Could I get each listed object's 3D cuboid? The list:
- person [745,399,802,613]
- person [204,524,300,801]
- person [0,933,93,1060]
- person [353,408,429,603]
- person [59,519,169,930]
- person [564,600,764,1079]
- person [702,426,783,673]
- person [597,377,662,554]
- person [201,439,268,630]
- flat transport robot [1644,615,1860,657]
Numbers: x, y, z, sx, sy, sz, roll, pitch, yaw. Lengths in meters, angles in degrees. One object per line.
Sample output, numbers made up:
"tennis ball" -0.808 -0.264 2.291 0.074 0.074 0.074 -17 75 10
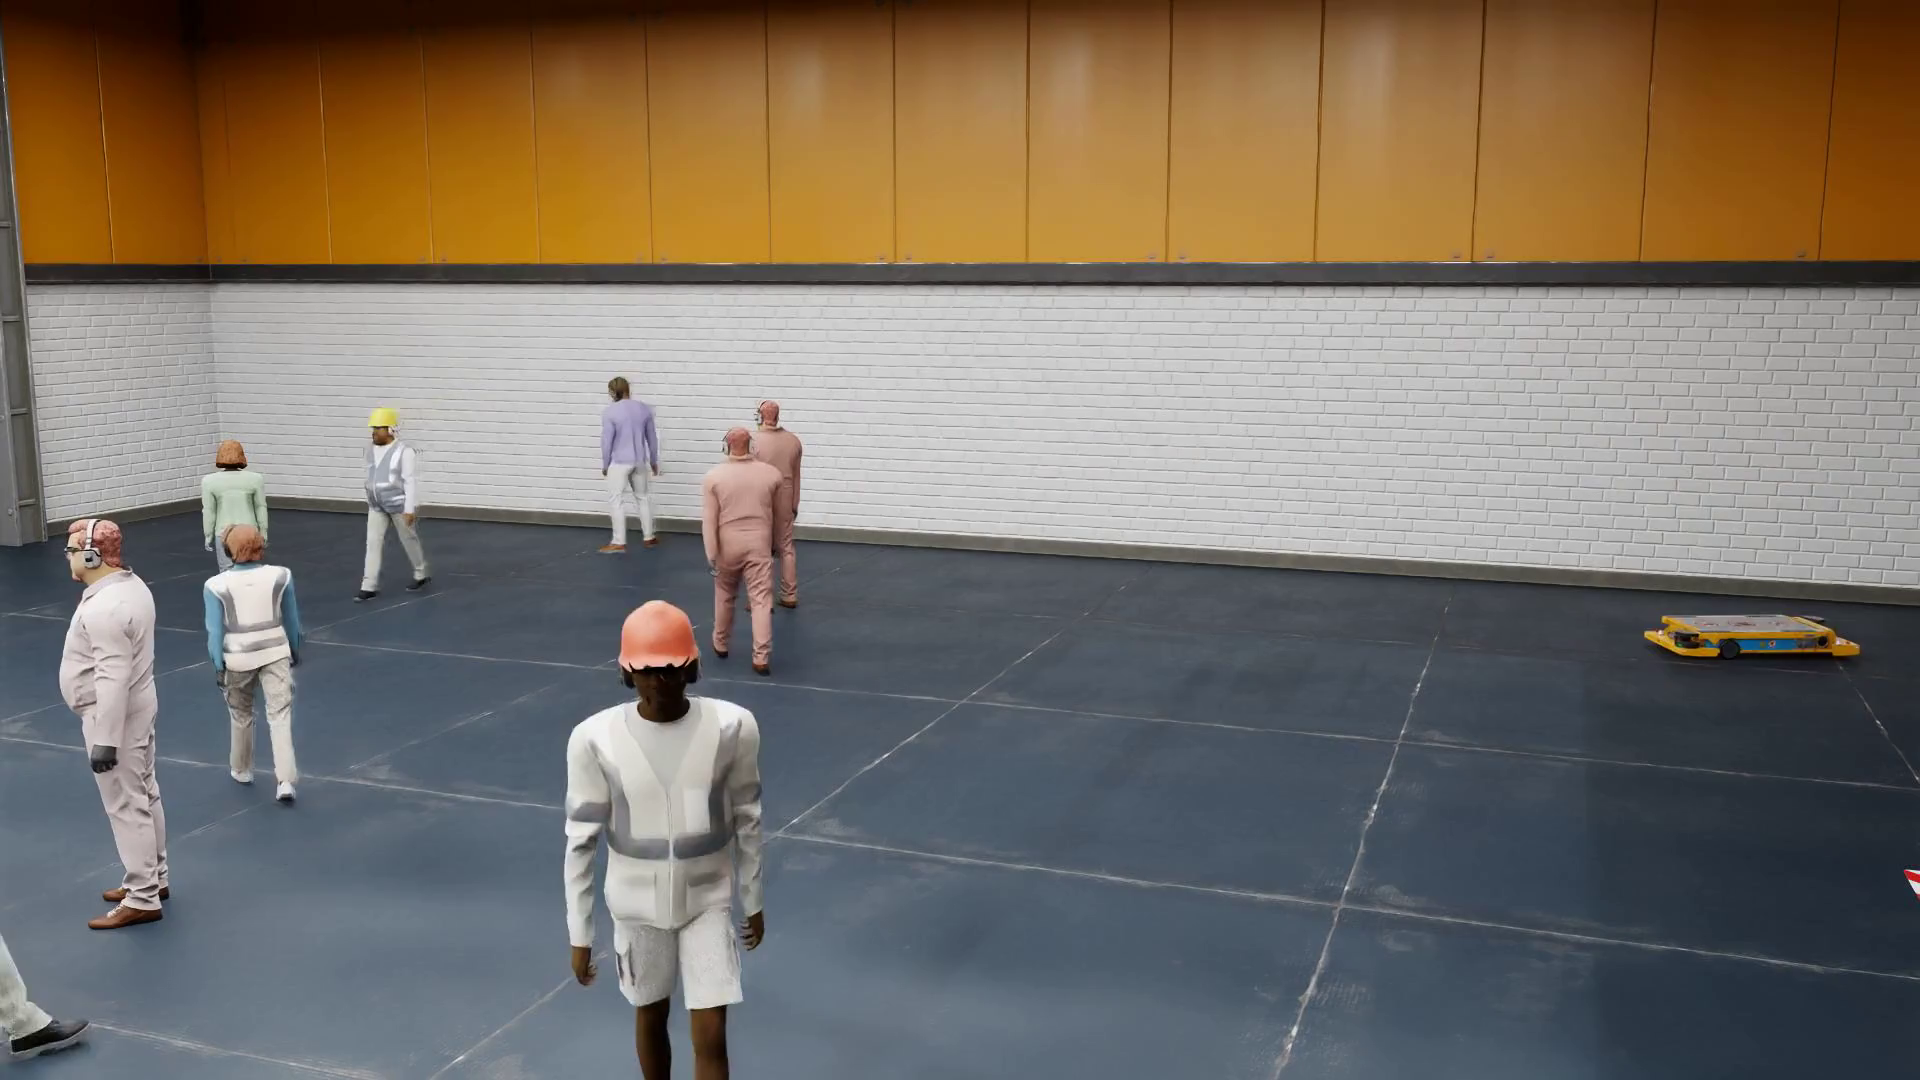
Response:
"person" -1.709 -0.304 14.869 0.403 1.906 0.650 8 12 42
"person" -4.062 0.697 9.614 0.521 1.597 0.848 -6 11 -32
"person" -3.863 1.171 6.142 0.981 1.777 0.591 -5 10 -28
"person" -5.314 -0.345 15.513 0.607 1.788 0.915 3 10 19
"person" -3.951 0.845 7.746 0.402 1.906 0.651 -3 10 -16
"person" -0.927 1.190 5.280 0.633 2.003 0.896 -2 9 -10
"person" -1.669 0.056 12.791 0.656 1.858 0.976 -3 10 -18
"person" -3.590 -0.822 18.137 0.393 1.908 0.877 7 12 38
"person" -6.095 -0.030 14.010 0.507 1.632 0.268 -5 10 -28
"flat transport robot" 6.327 0.761 13.319 1.431 0.197 0.652 0 9 -2
